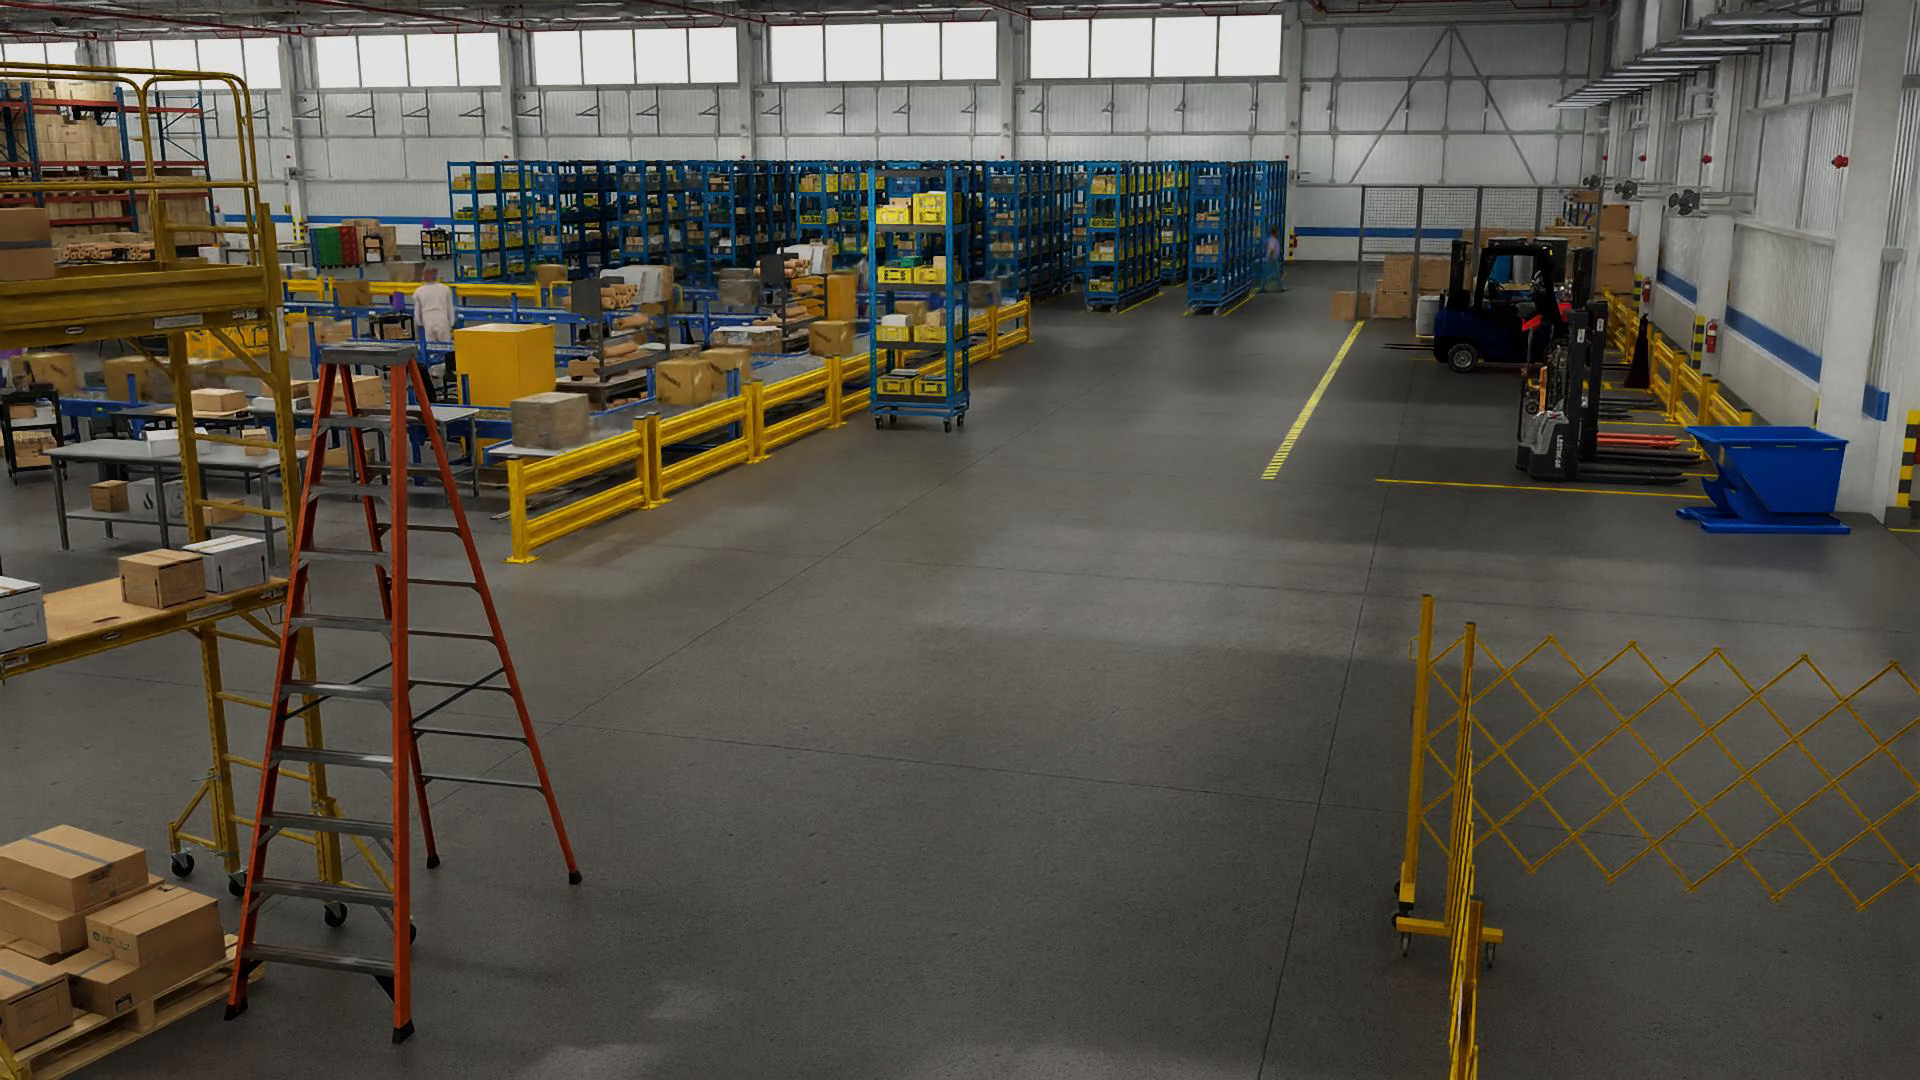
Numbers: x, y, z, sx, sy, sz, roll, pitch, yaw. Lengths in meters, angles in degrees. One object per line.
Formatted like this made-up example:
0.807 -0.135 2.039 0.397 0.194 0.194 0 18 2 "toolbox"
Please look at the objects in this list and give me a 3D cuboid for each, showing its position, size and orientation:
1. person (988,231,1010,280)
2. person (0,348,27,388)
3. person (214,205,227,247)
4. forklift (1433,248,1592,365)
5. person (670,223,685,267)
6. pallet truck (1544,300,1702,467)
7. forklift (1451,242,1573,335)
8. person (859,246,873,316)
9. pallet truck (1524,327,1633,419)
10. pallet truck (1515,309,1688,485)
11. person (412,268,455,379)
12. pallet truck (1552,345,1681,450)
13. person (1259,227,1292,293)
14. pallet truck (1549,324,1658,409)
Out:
1.199 -8.426 48.692 0.895 1.966 0.631 9 16 35 "person"
-13.560 -2.627 23.699 0.366 1.930 0.542 12 18 42 "person"
-30.706 -12.999 68.911 0.372 1.738 0.589 4 14 16 "person"
9.780 -4.111 29.280 2.680 1.987 1.157 3 13 14 "forklift"
-8.797 -9.138 52.099 0.721 1.806 0.615 5 14 19 "person"
8.263 -1.952 20.631 1.885 1.965 0.823 5 14 20 "pallet truck"
10.464 -4.597 31.405 2.680 1.987 1.157 4 14 16 "forklift"
-2.115 -5.764 37.636 0.356 1.752 0.530 5 14 19 "person"
9.065 -2.460 24.370 1.522 1.261 0.704 3 13 14 "pallet truck"
7.554 -1.677 19.446 1.885 1.965 0.823 3 13 14 "pallet truck"
-8.960 -3.680 28.363 0.670 1.877 0.553 -5 14 -22 "person"
8.641 -1.896 21.908 1.630 1.274 0.653 4 14 16 "pallet truck"
8.718 -7.704 45.889 0.941 1.807 0.586 5 14 22 "person"
9.824 -2.669 25.407 1.601 1.201 0.680 4 14 16 "pallet truck"
